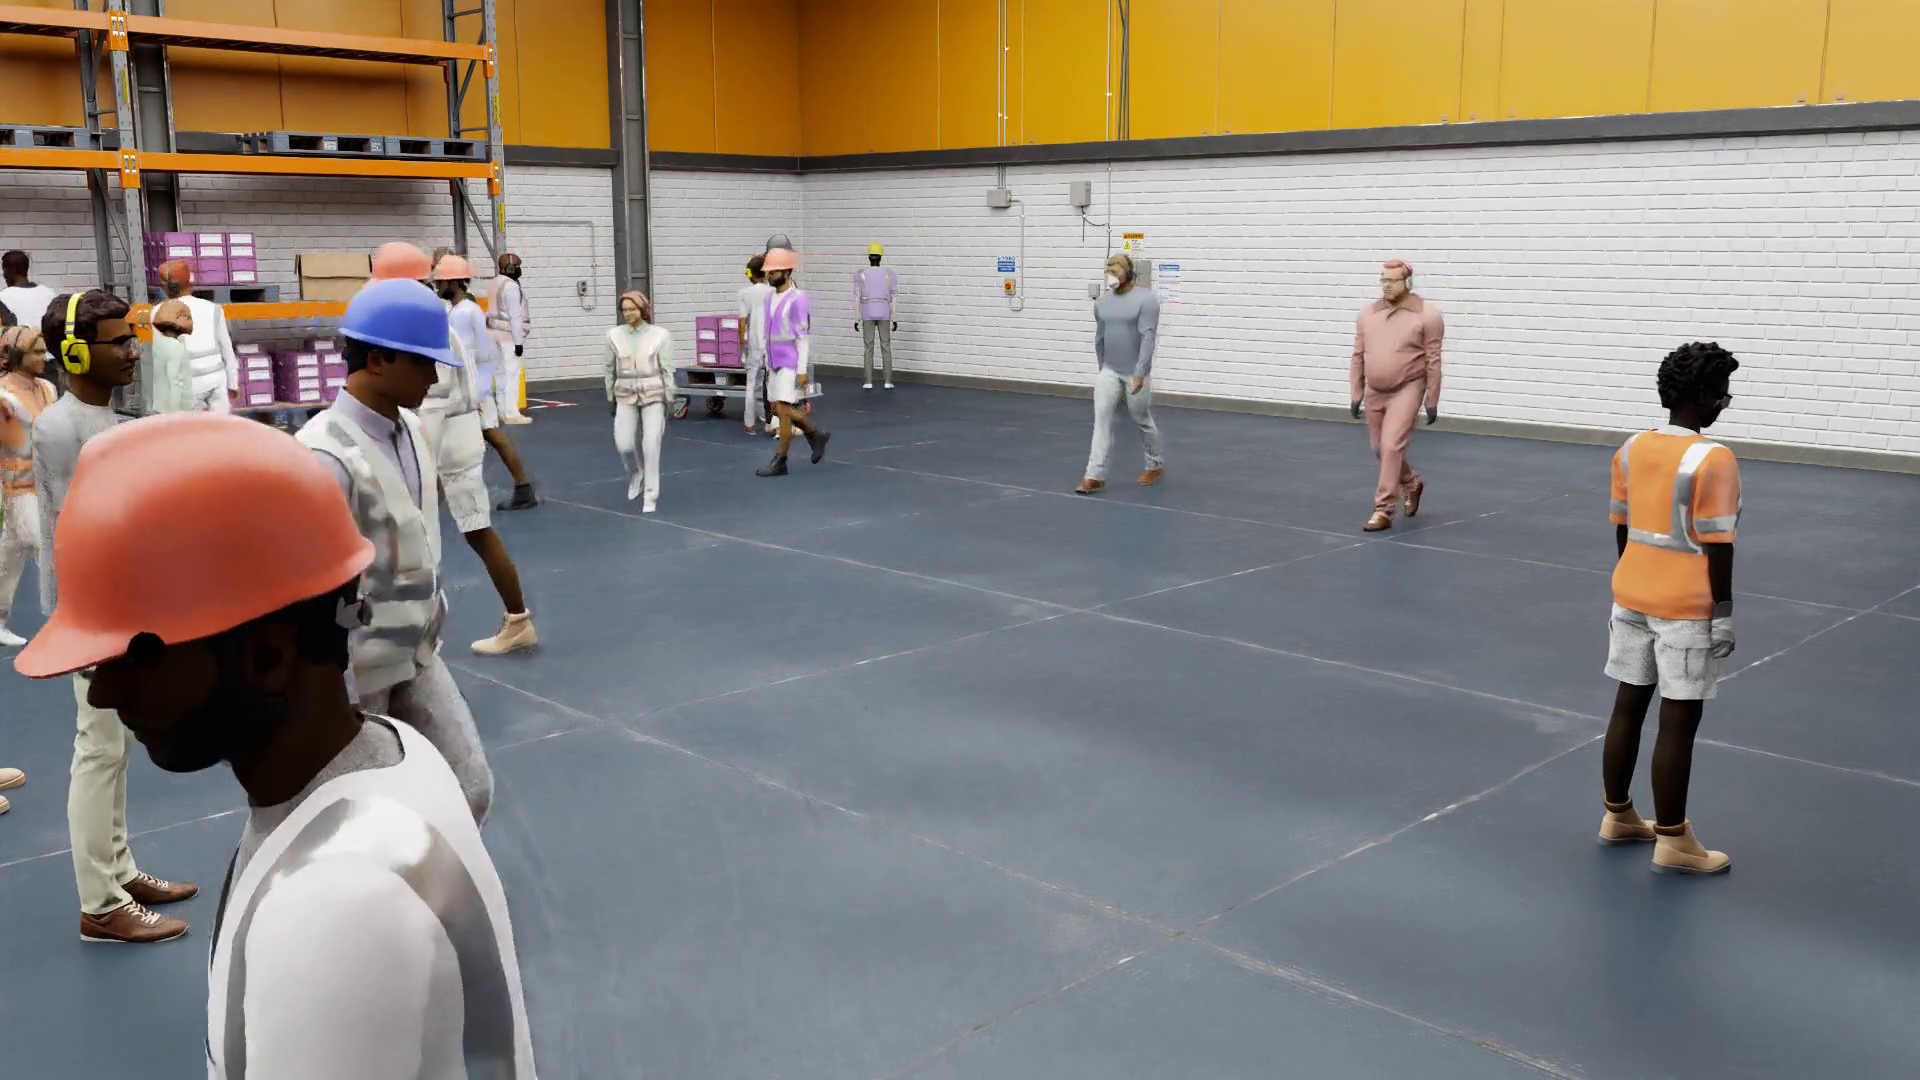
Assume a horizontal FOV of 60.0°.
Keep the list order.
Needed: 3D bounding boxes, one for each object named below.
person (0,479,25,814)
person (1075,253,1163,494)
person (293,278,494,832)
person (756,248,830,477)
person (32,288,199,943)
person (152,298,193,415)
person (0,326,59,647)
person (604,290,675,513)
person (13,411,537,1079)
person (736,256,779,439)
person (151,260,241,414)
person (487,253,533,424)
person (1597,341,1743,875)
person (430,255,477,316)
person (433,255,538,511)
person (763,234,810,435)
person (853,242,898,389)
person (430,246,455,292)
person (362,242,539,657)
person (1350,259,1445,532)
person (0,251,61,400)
[{"bbox_3d":[-3.573,0.048,5.818,0.429,1.846,0.625,-3,11,-18],"label":"person"},{"bbox_3d":[1.313,-1.327,13.221,0.632,1.893,1.005,8,13,37],"label":"person"},{"bbox_3d":[-1.428,0.316,4.154,0.579,1.909,0.660,1,10,8],"label":"person"},{"bbox_3d":[-1.416,-1.506,14.095,0.730,1.921,0.554,-9,13,-39],"label":"person"},{"bbox_3d":[-2.455,0.225,4.809,0.330,1.862,0.518,-3,11,-16],"label":"person"},{"bbox_3d":[-5.542,-0.894,11.654,0.822,1.595,0.490,-10,14,-43],"label":"person"},{"bbox_3d":[-4.478,-0.241,8.086,0.871,1.579,0.529,0,10,0],"label":"person"},{"bbox_3d":[-2.345,-1.019,12.238,0.519,1.625,0.423,0,10,-1],"label":"person"},{"bbox_3d":[-0.545,0.801,1.663,1.034,1.884,0.559,-5,11,-24],"label":"person"},{"bbox_3d":[-1.984,-1.928,16.669,0.525,1.824,0.945,-3,11,-17],"label":"person"},{"bbox_3d":[-5.547,-1.135,12.295,0.799,1.836,0.697,6,12,30],"label":"person"},{"bbox_3d":[-4.836,-2.160,17.909,0.431,1.836,0.619,-7,13,-35],"label":"person"},{"bbox_3d":[2.283,0.214,5.327,0.321,1.692,0.529,-3,11,-14],"label":"person"},{"bbox_3d":[-4.663,-1.679,15.256,0.430,1.840,0.619,-9,14,-41],"label":"person"},{"bbox_3d":[-3.599,-1.119,12.096,1.039,1.881,0.564,0,10,-2],"label":"person"},{"bbox_3d":[-1.798,-2.096,16.971,0.537,2.000,0.679,-4,11,-23],"label":"person"},{"bbox_3d":[-1.114,-2.944,21.906,0.589,1.927,0.388,-1,10,-5],"label":"person"},{"bbox_3d":[-5.472,-2.163,17.724,0.642,1.892,0.845,6,12,30],"label":"person"},{"bbox_3d":[-2.520,-0.378,7.765,1.102,1.976,0.630,-5,11,-24],"label":"person"},{"bbox_3d":[3.066,-1.028,11.633,0.633,1.873,0.899,10,14,43],"label":"person"},{"bbox_3d":[-8.162,-1.557,14.482,0.922,1.881,0.588,4,11,22],"label":"person"}]
